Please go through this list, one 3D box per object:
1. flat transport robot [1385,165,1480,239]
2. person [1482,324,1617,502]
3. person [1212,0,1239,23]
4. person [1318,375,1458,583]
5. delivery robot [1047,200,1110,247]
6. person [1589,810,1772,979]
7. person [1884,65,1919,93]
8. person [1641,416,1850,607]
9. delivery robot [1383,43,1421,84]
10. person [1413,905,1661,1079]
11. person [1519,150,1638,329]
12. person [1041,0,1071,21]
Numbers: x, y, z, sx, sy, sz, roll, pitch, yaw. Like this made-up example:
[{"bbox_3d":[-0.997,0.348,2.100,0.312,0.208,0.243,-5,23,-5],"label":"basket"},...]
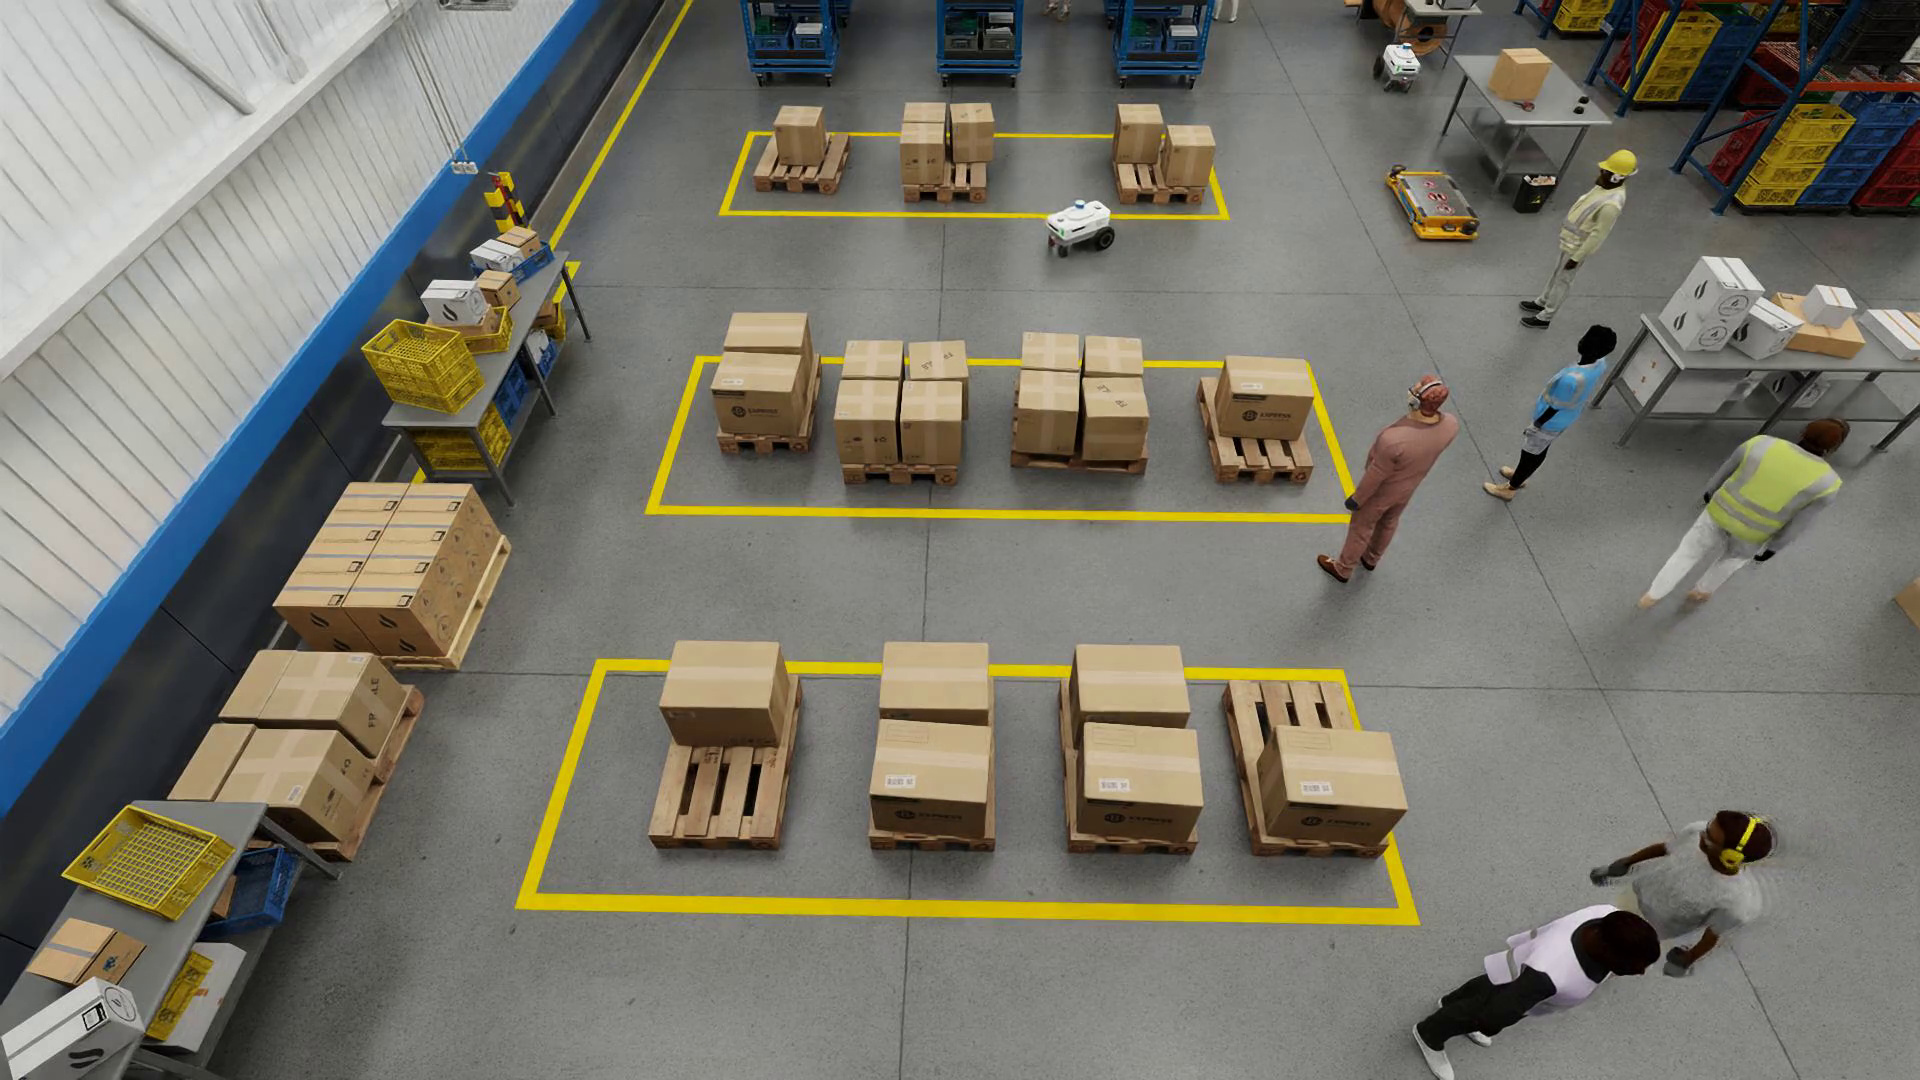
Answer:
[{"bbox_3d":[5.692,-4.094,11.059,0.652,0.197,1.431,1,49,1],"label":"flat transport robot"},{"bbox_3d":[4.812,-1.009,7.452,0.536,1.697,0.318,-32,56,-24],"label":"person"},{"bbox_3d":[4.372,-9.135,14.528,0.514,1.632,0.312,15,51,13],"label":"person"},{"bbox_3d":[3.162,-0.427,6.811,0.652,1.906,0.402,-18,52,-15],"label":"person"},{"bbox_3d":[1.340,-3.606,10.390,0.707,0.478,0.477,-25,54,-20],"label":"delivery robot"},{"bbox_3d":[3.559,1.953,4.811,0.720,1.823,0.562,5,49,4],"label":"person"},{"bbox_3d":[13.635,-7.182,12.674,0.575,1.882,0.355,2,49,2],"label":"person"},{"bbox_3d":[5.719,-0.183,6.666,0.764,1.806,0.635,-30,56,-24],"label":"person"},{"bbox_3d":[6.385,-6.916,13.255,0.477,0.478,0.707,2,49,2],"label":"delivery robot"},{"bbox_3d":[2.788,2.195,4.533,0.594,1.917,0.373,-26,54,-20],"label":"person"},{"bbox_3d":[6.083,-2.937,9.030,0.403,1.835,0.588,18,51,15],"label":"person"},{"bbox_3d":[1.624,-9.345,14.472,0.378,1.995,0.609,-33,57,-25],"label":"person"}]
